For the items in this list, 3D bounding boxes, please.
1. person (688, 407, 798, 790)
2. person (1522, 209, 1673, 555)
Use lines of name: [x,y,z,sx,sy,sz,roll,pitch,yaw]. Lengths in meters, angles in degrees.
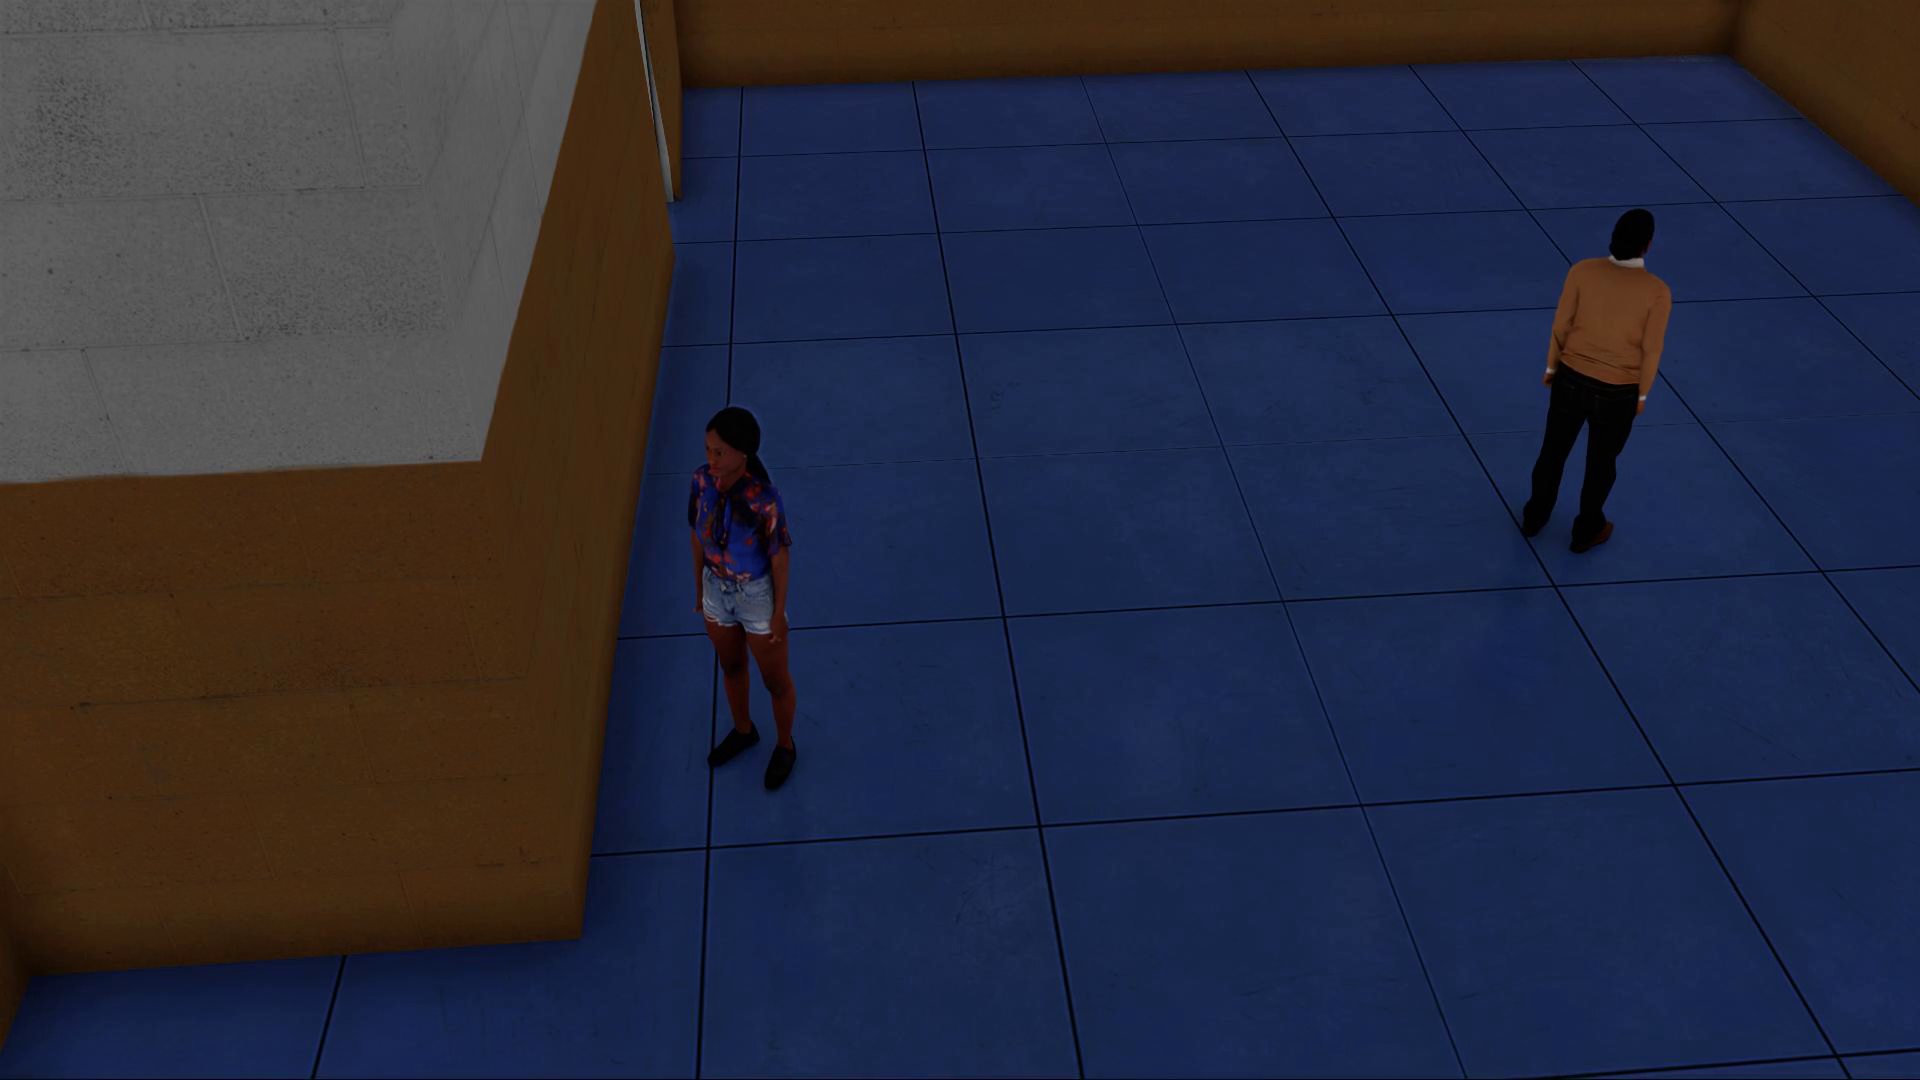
person: [-0.837,0.237,6.509,0.628,1.743,0.732,18,40,22]
person: [2.978,-0.731,7.784,0.749,1.754,0.814,26,44,30]
